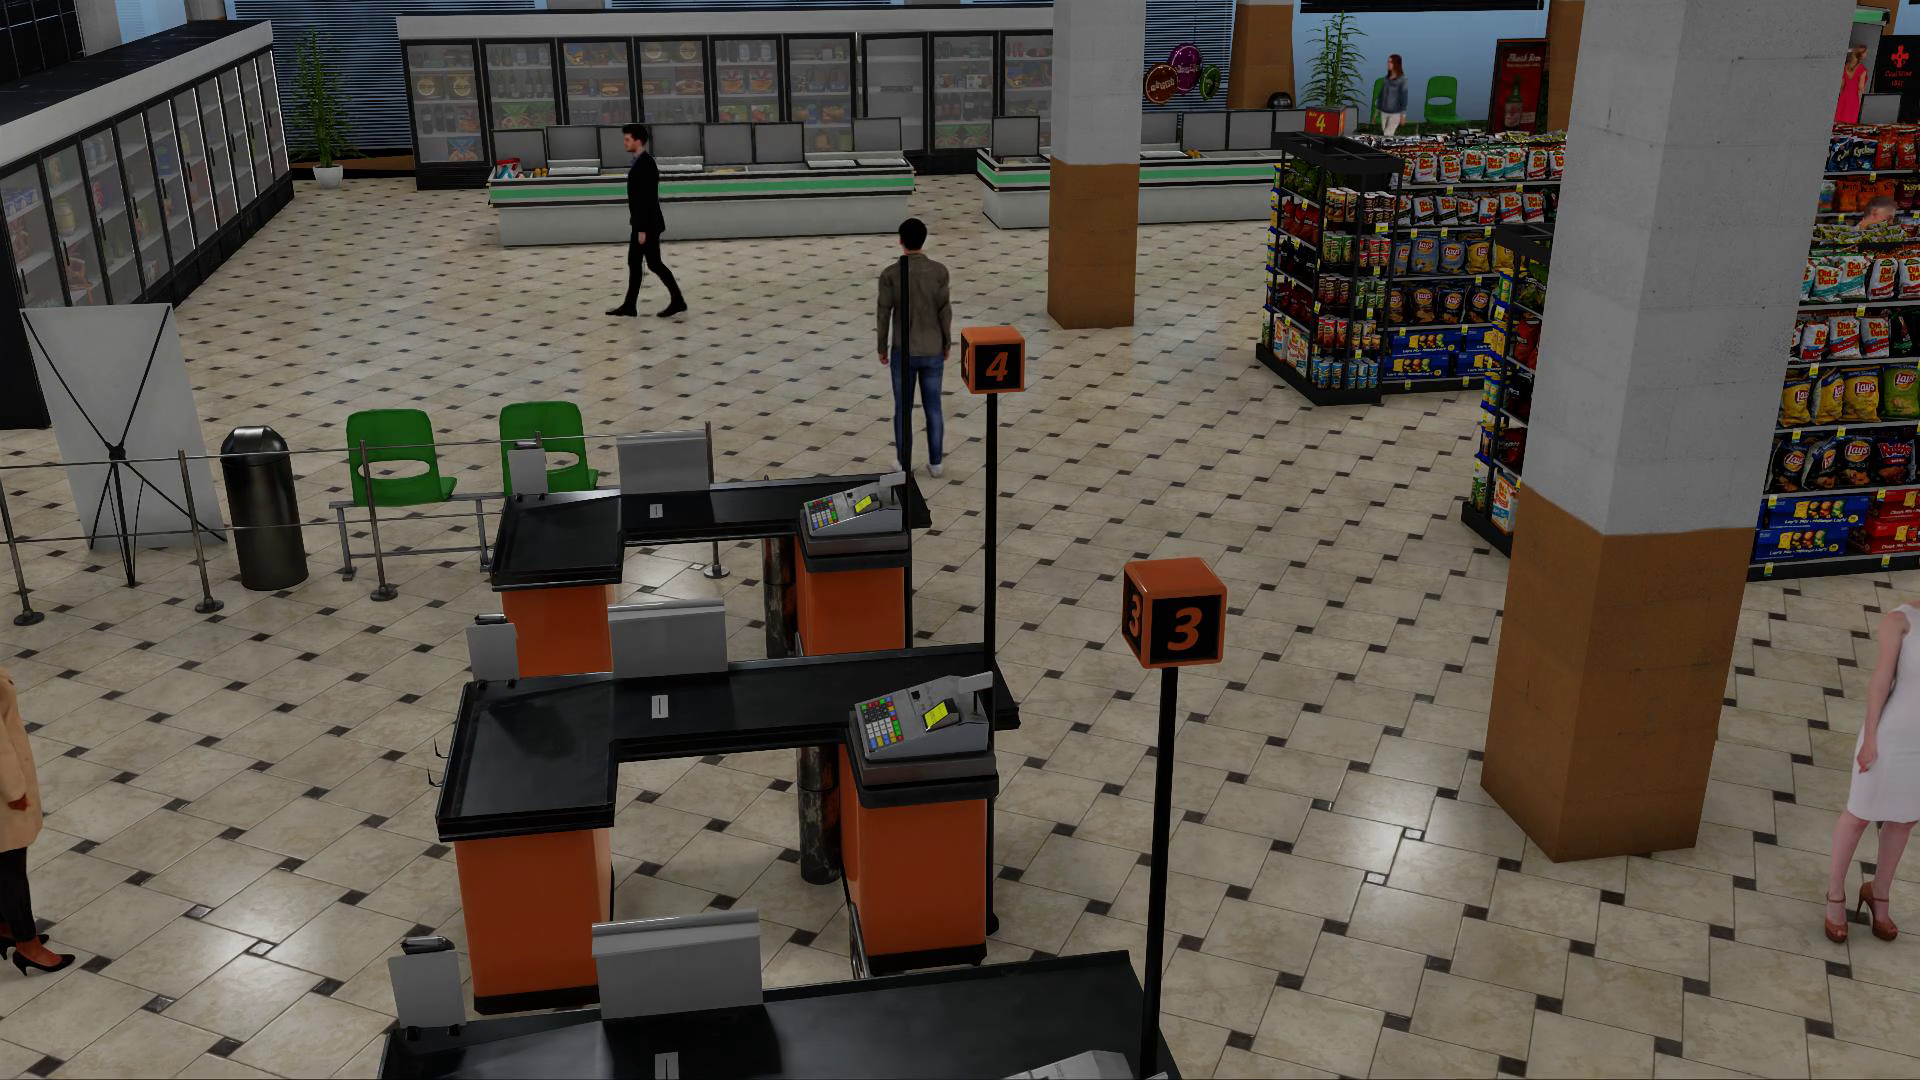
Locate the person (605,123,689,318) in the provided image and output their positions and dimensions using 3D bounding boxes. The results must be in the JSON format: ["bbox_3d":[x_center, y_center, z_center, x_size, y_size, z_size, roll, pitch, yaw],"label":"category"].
[{"bbox_3d":[-2.954,-3.044,16.016,1.050,1.859,0.777,-6,23,-15],"label":"person"}]

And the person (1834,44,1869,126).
[{"bbox_3d":[13.290,-6.531,24.870,0.569,1.728,0.592,-7,23,-16],"label":"person"}]

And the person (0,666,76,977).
[{"bbox_3d":[-3.749,0.913,6.406,0.711,1.682,0.735,19,29,39],"label":"person"}]

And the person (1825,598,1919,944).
[{"bbox_3d":[3.721,0.793,6.557,0.447,1.792,0.650,-1,22,-2],"label":"person"}]

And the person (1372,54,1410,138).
[{"bbox_3d":[6.226,-6.050,23.730,0.781,1.685,0.734,-12,25,-27],"label":"person"}]

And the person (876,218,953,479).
[{"bbox_3d":[-0.308,-1.337,11.762,0.510,1.863,0.750,-4,22,-11],"label":"person"}]
